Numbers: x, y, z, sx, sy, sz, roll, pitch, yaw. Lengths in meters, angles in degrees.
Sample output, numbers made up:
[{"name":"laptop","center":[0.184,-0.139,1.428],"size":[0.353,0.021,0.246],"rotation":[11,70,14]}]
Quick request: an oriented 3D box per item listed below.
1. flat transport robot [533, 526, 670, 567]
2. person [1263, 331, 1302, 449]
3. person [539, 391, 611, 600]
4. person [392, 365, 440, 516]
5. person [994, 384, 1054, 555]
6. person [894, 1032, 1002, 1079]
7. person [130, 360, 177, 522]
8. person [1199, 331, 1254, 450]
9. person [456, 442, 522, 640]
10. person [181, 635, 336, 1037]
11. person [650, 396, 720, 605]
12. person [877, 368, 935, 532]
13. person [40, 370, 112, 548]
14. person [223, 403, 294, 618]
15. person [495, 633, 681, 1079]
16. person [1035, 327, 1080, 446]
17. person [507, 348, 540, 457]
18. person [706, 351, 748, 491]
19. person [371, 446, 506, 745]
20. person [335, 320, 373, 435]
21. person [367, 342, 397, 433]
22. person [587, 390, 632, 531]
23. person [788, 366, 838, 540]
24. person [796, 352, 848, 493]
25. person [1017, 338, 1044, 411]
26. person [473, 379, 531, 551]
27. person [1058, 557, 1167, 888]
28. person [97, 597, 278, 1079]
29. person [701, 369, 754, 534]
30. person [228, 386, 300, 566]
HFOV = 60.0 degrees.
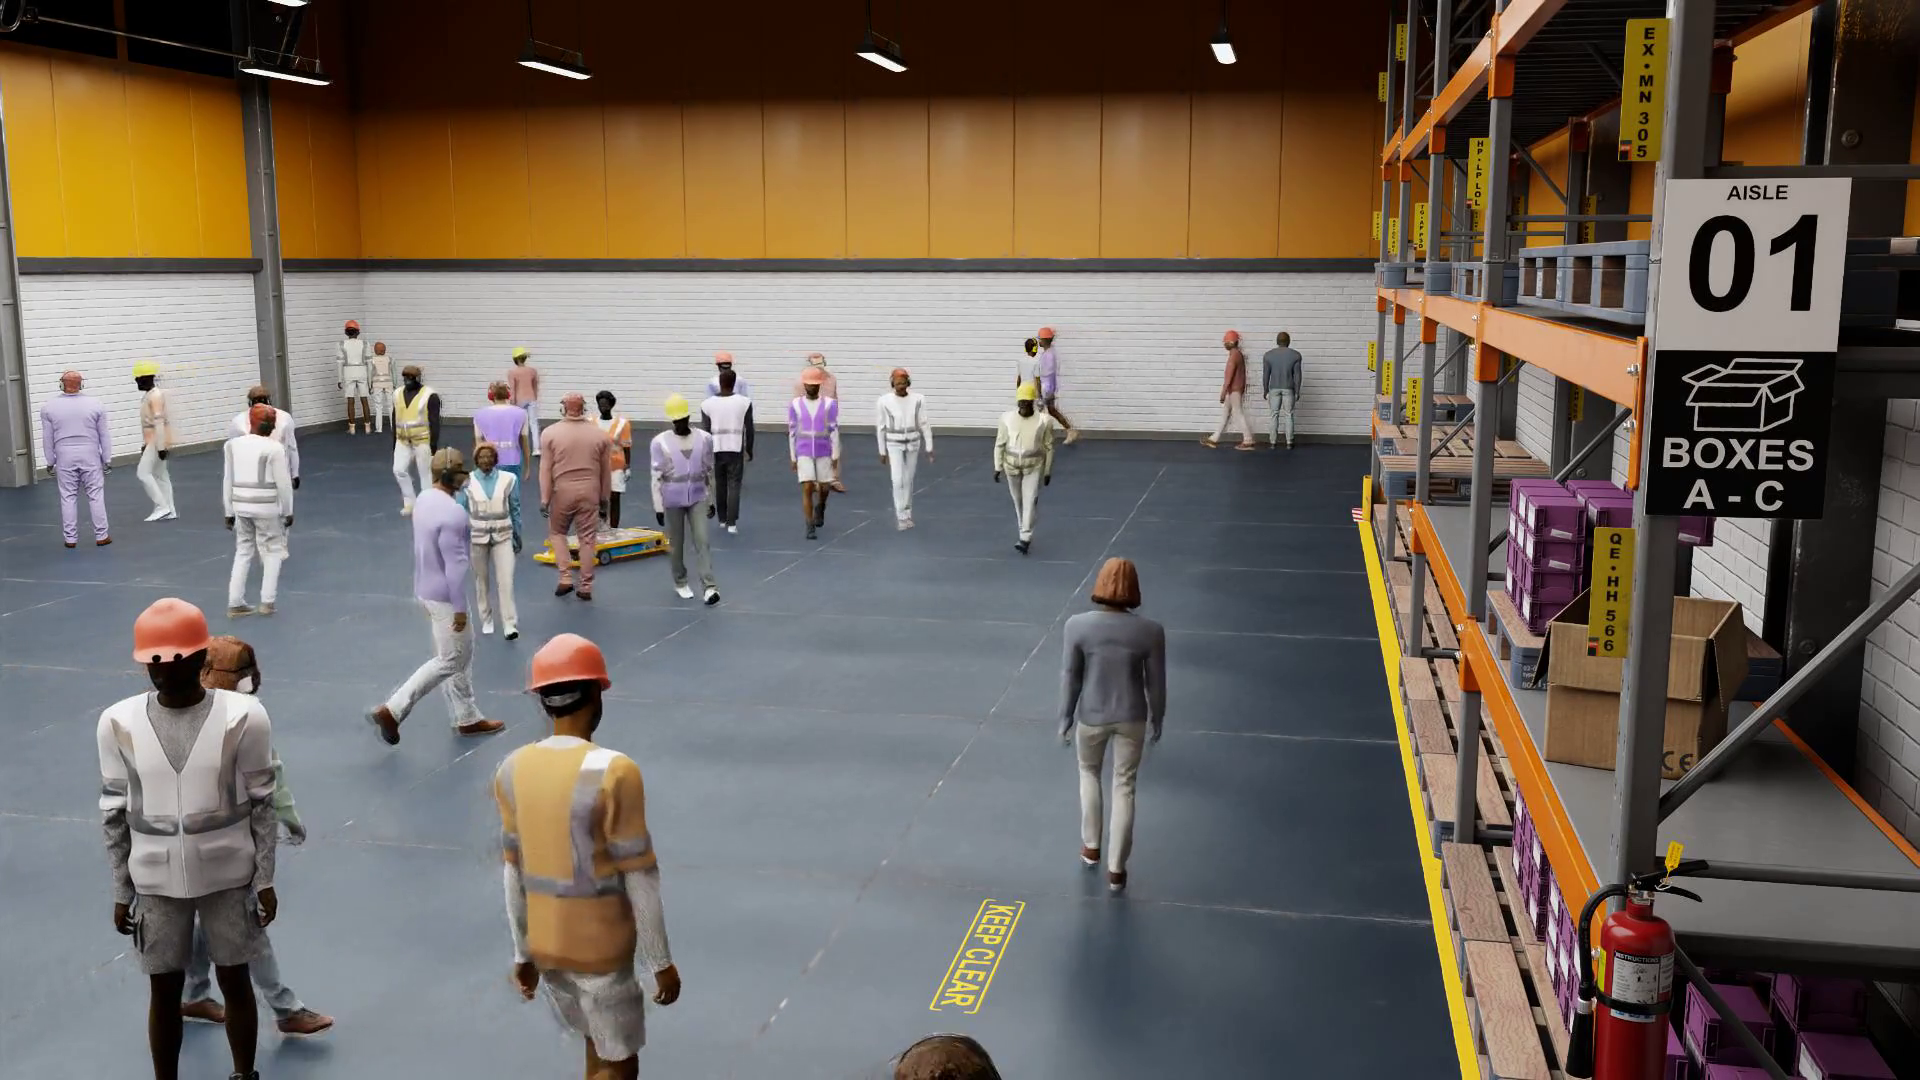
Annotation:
[{"name":"flat transport robot","center":[-3.631,0.059,17.179],"size":[0.652,0.197,1.431],"rotation":[7,12,37]},{"name":"person","center":[5.282,-2.454,27.316],"size":[0.629,1.937,0.376],"rotation":[2,10,14]},{"name":"person","center":[-3.504,-0.406,15.103],"size":[0.681,1.887,0.546],"rotation":[-5,11,-27]},{"name":"person","center":[-6.550,-1.179,19.944],"size":[0.652,1.829,0.521],"rotation":[2,10,12]},{"name":"person","center":[0.664,-0.755,17.539],"size":[0.587,1.778,0.941],"rotation":[3,10,16]},{"name":"person","center":[-0.037,1.717,2.648],"size":[0.571,1.814,0.823],"rotation":[7,11,35]},{"name":"person","center":[-9.537,-1.157,19.595],"size":[0.499,1.910,0.590],"rotation":[-5,10,-26]},{"name":"person","center":[4.411,-2.446,27.246],"size":[0.933,1.941,0.628],"rotation":[3,10,16]},{"name":"person","center":[-3.786,0.018,13.394],"size":[0.547,1.596,0.825],"rotation":[-4,10,-21]},{"name":"person","center":[-2.779,1.160,6.525],"size":[0.811,1.592,0.504],"rotation":[1,10,8]},{"name":"person","center":[-2.430,-0.344,14.792],"size":[0.607,1.867,0.994],"rotation":[-4,10,-24]},{"name":"person","center":[-0.613,-1.022,18.930],"size":[0.606,1.851,0.785],"rotation":[-3,10,-16]},{"name":"person","center":[-9.460,-0.869,17.855],"size":[0.653,1.906,0.408],"rotation":[-4,10,-23]},{"name":"person","center":[-6.031,-0.249,14.278],"size":[0.591,1.856,0.438],"rotation":[2,10,14]},{"name":"person","center":[-1.209,1.260,5.078],"size":[0.628,1.891,0.754],"rotation":[7,11,35]},{"name":"person","center":[1.519,-2.544,27.663],"size":[0.982,2.012,0.618],"rotation":[0,9,-2]},{"name":"person","center":[-6.902,-2.176,26.291],"size":[0.537,1.720,0.901],"rotation":[-7,12,-37]},{"name":"person","center":[-3.138,-1.599,22.365],"size":[0.551,1.870,1.021],"rotation":[-4,10,-22]},{"name":"person","center":[-3.301,0.369,10.419],"size":[0.811,1.914,0.644],"rotation":[-7,12,-35]},{"name":"person","center":[-10.794,-2.897,29.669],"size":[0.611,2.040,0.393],"rotation":[-4,10,-25]},{"name":"person","center":[-10.379,-2.735,29.890],"size":[0.513,1.642,0.313],"rotation":[-5,10,-25]},{"name":"person","center":[-3.809,-0.782,17.975],"size":[0.551,1.683,0.360],"rotation":[0,9,-1]},{"name":"person","center":[-1.632,-0.986,18.538],"size":[0.550,1.922,0.650],"rotation":[-1,9,-7]},{"name":"person","center":[-1.810,-1.534,21.946],"size":[0.673,1.875,0.736],"rotation":[-8,12,-39]},{"name":"person","center":[1.123,-2.255,26.316],"size":[0.328,1.872,0.520],"rotation":[-9,13,-44]},{"name":"person","center":[-4.811,-0.776,17.536],"size":[0.562,1.829,0.429],"rotation":[-3,10,-16]},{"name":"person","center":[0.756,0.875,8.238],"size":[0.527,1.609,0.616],"rotation":[1,9,5]},{"name":"person","center":[-2.598,1.142,5.641],"size":[0.547,1.938,0.378],"rotation":[-3,10,-15]},{"name":"person","center":[-2.635,-1.008,18.874],"size":[0.574,1.865,1.008],"rotation":[0,9,2]},{"name":"person","center":[-6.987,-0.643,16.734],"size":[0.652,1.824,0.447],"rotation":[-5,11,-28]}]
